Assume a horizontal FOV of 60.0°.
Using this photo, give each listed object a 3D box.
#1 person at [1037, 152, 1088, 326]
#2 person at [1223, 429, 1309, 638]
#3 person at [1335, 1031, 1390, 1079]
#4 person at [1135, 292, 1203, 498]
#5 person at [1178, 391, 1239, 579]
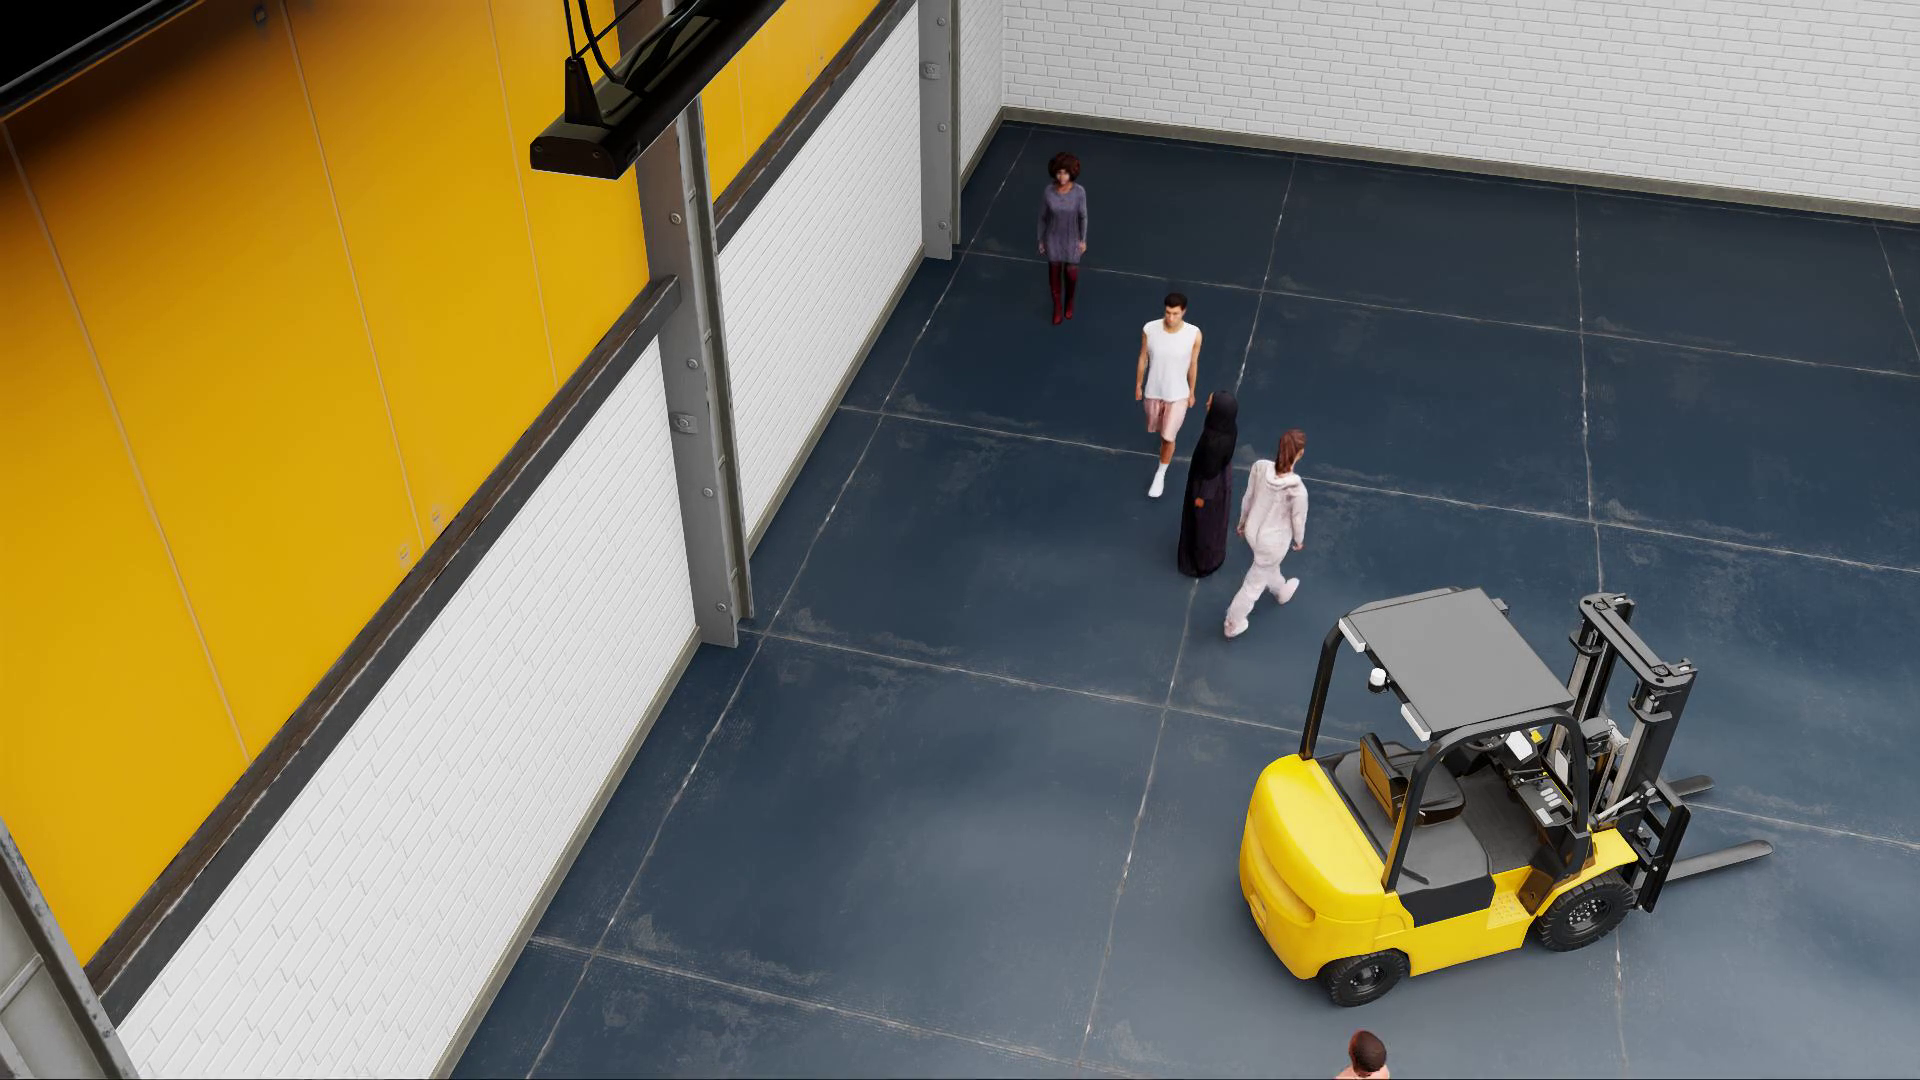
[{"bbox_3d":[0.968,-2.806,15.370,0.593,1.703,0.569,9,40,11],"label":"person"},{"bbox_3d":[2.138,0.018,11.889,1.136,1.635,1.030,-26,45,-29],"label":"person"},{"bbox_3d":[2.012,3.011,8.427,0.814,1.276,0.898,-18,42,-21],"label":"person"},{"bbox_3d":[1.688,-1.244,13.364,0.704,1.765,1.065,12,40,15],"label":"person"},{"bbox_3d":[1.886,-0.442,12.481,0.678,1.614,0.552,14,41,17],"label":"person"}]
